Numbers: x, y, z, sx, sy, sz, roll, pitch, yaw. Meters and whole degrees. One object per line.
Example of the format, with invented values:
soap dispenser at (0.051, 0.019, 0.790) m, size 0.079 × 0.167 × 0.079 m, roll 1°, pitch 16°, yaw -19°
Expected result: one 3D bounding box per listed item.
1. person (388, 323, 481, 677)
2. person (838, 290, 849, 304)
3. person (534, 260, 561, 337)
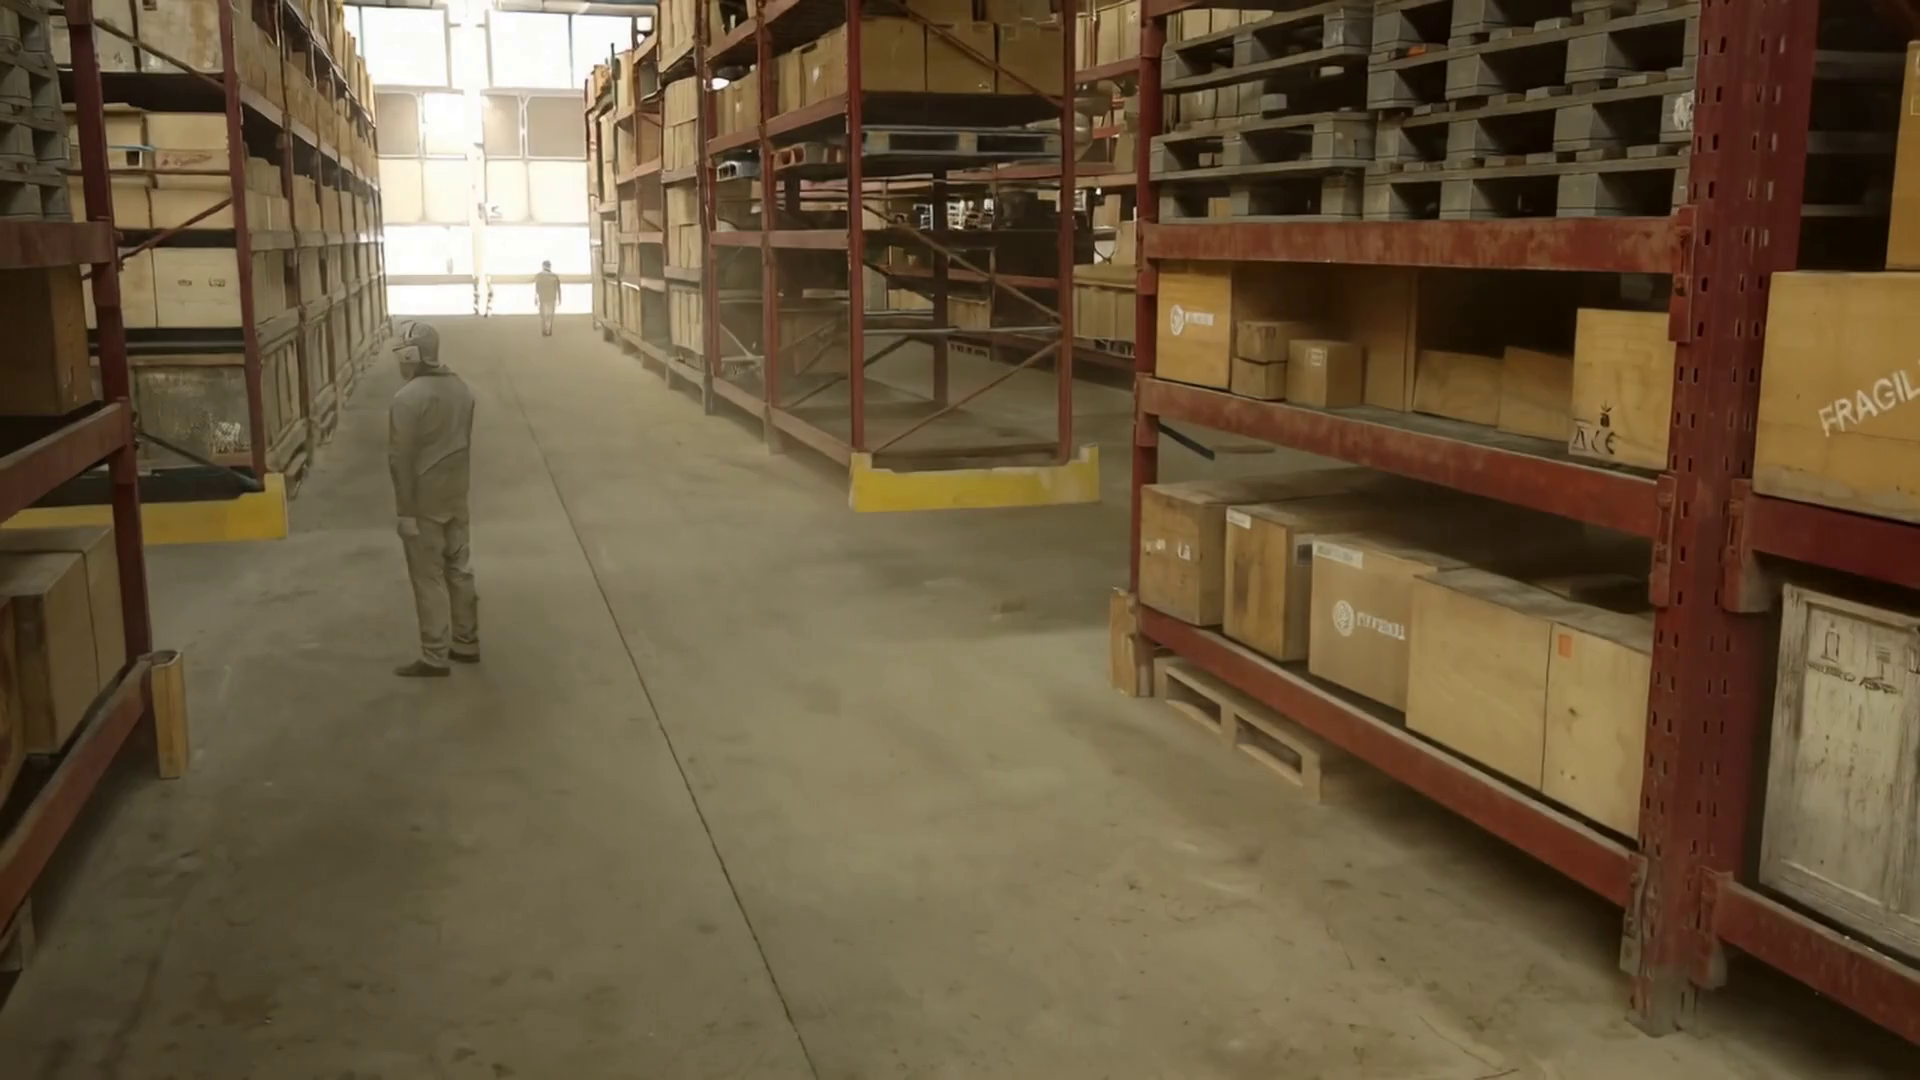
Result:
person at (-2.859, -0.215, 8.955) m, size 0.399 × 1.899 × 0.650 m, roll 3°, pitch 11°, yaw 14°
person at (-2.285, -4.847, 34.363) m, size 0.408 × 1.904 × 0.765 m, roll -5°, pitch 11°, yaw -25°
person at (-9.718, -5.686, 39.239) m, size 0.598 × 1.784 × 0.923 m, roll -1°, pitch 10°, yaw -7°
